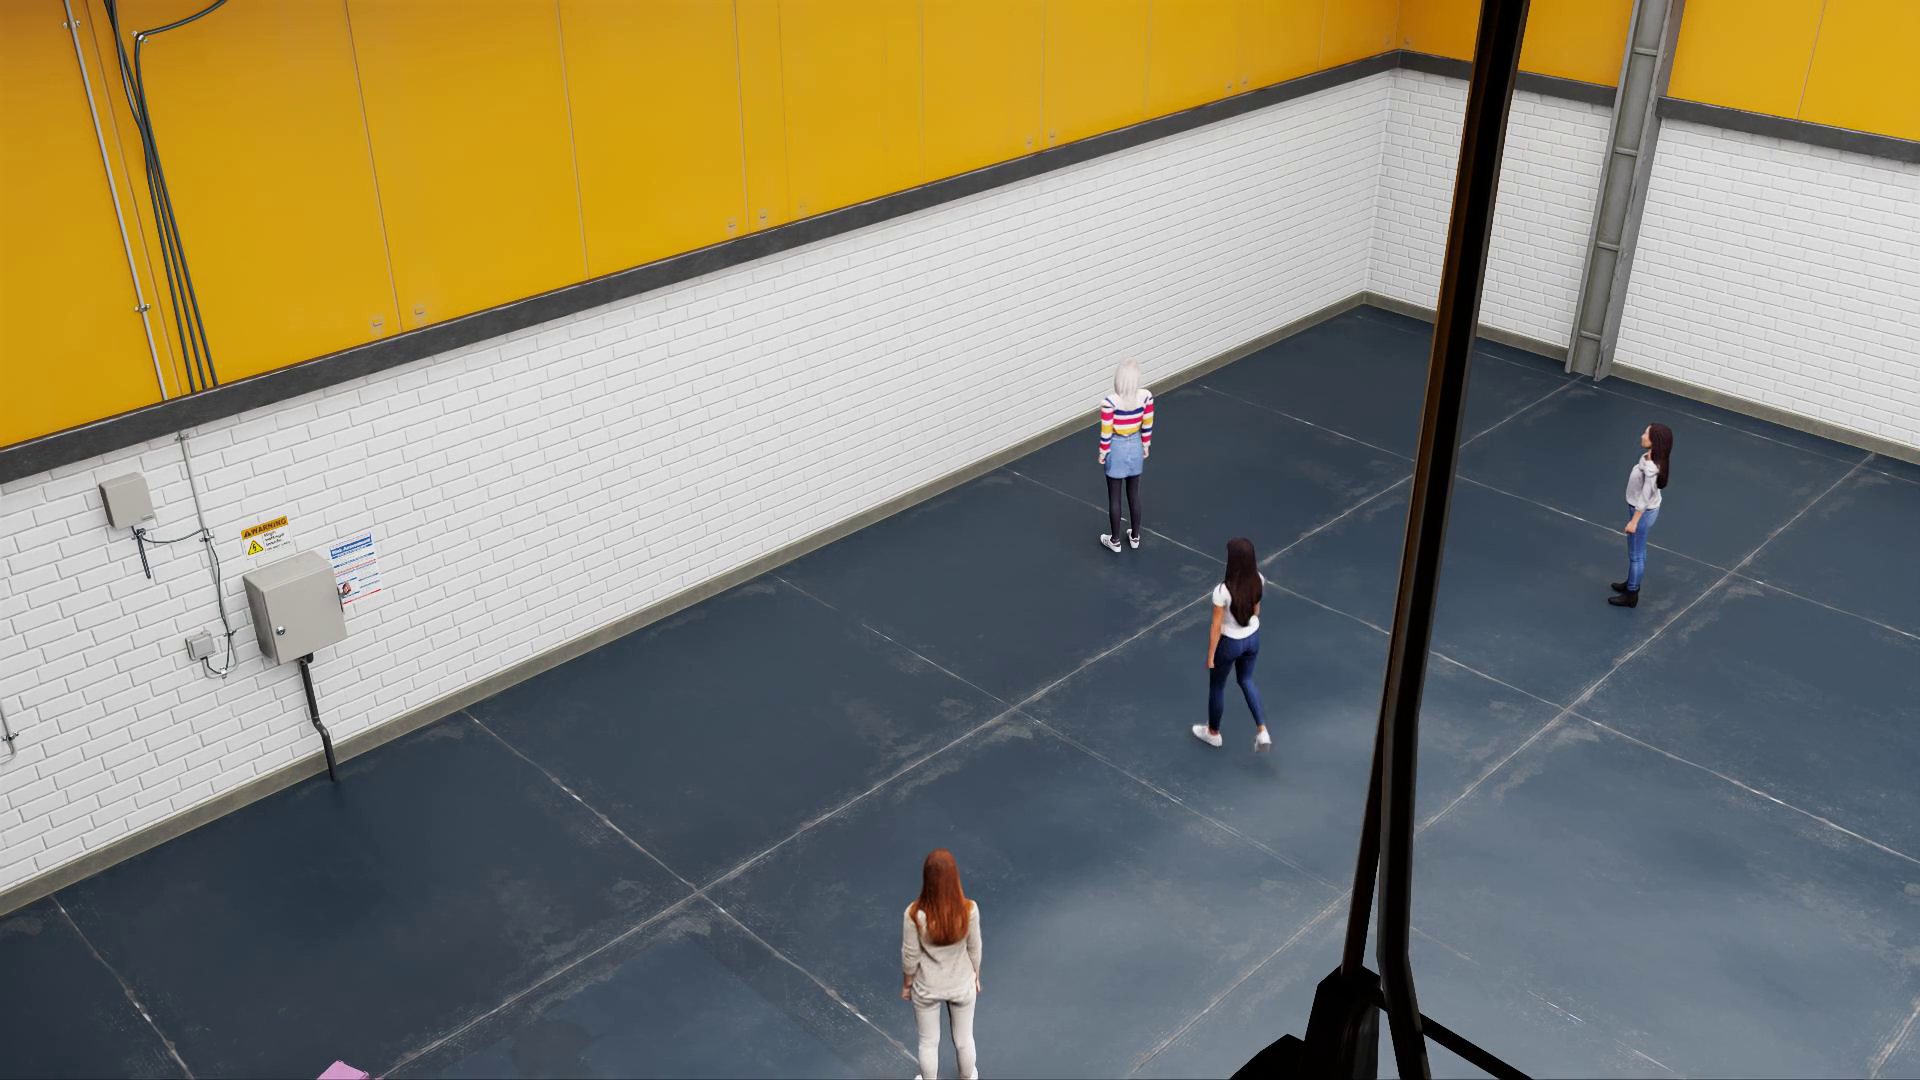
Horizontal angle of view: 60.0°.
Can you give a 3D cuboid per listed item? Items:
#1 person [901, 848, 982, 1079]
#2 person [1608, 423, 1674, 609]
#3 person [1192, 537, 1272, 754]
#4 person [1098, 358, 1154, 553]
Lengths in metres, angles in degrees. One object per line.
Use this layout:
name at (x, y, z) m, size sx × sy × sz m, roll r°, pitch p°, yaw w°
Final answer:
person at (-0.090, 2.381, 8.910) m, size 0.690 × 1.700 × 0.732 m, roll -4°, pitch 29°, yaw -7°
person at (5.650, -0.215, 13.740) m, size 0.621 × 1.633 × 0.662 m, roll 13°, pitch 31°, yaw 23°
person at (2.003, 0.780, 11.782) m, size 0.757 × 1.762 × 0.971 m, roll -17°, pitch 33°, yaw -28°
person at (1.439, -0.754, 14.545) m, size 0.720 × 1.808 × 0.686 m, roll -9°, pitch 30°, yaw -17°
